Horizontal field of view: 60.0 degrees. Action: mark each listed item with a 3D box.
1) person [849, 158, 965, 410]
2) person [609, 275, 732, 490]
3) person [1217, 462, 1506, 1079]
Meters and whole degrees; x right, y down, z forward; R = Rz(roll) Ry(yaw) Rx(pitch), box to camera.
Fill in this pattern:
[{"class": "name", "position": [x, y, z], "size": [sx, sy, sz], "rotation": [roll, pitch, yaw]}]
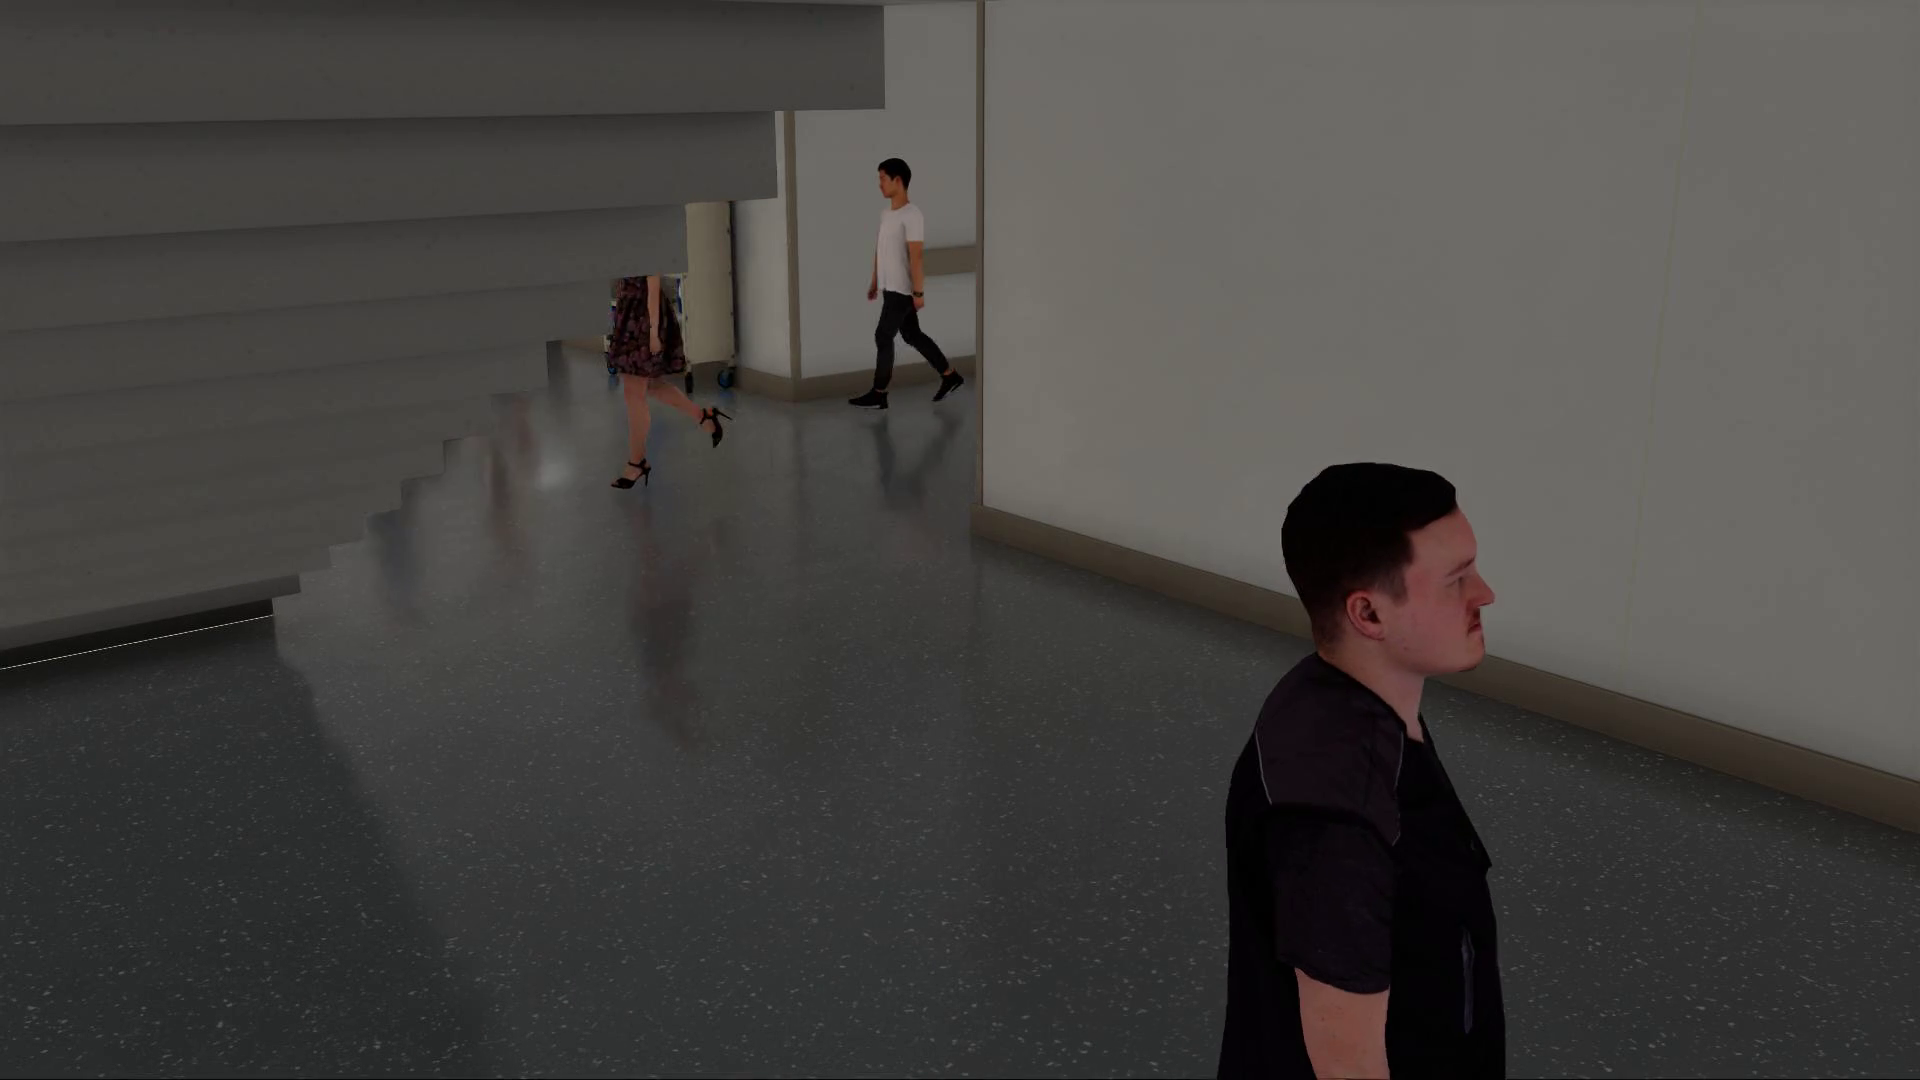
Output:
[{"class": "person", "position": [-0.323, -1.740, 11.443], "size": [0.949, 1.682, 1.115], "rotation": [-5, 17, -18]}, {"class": "person", "position": [-1.679, -1.151, 9.204], "size": [0.820, 1.763, 0.930], "rotation": [-8, 17, -25]}, {"class": "person", "position": [0.480, 0.797, 2.142], "size": [0.810, 1.847, 0.802], "rotation": [4, 16, 14]}]
